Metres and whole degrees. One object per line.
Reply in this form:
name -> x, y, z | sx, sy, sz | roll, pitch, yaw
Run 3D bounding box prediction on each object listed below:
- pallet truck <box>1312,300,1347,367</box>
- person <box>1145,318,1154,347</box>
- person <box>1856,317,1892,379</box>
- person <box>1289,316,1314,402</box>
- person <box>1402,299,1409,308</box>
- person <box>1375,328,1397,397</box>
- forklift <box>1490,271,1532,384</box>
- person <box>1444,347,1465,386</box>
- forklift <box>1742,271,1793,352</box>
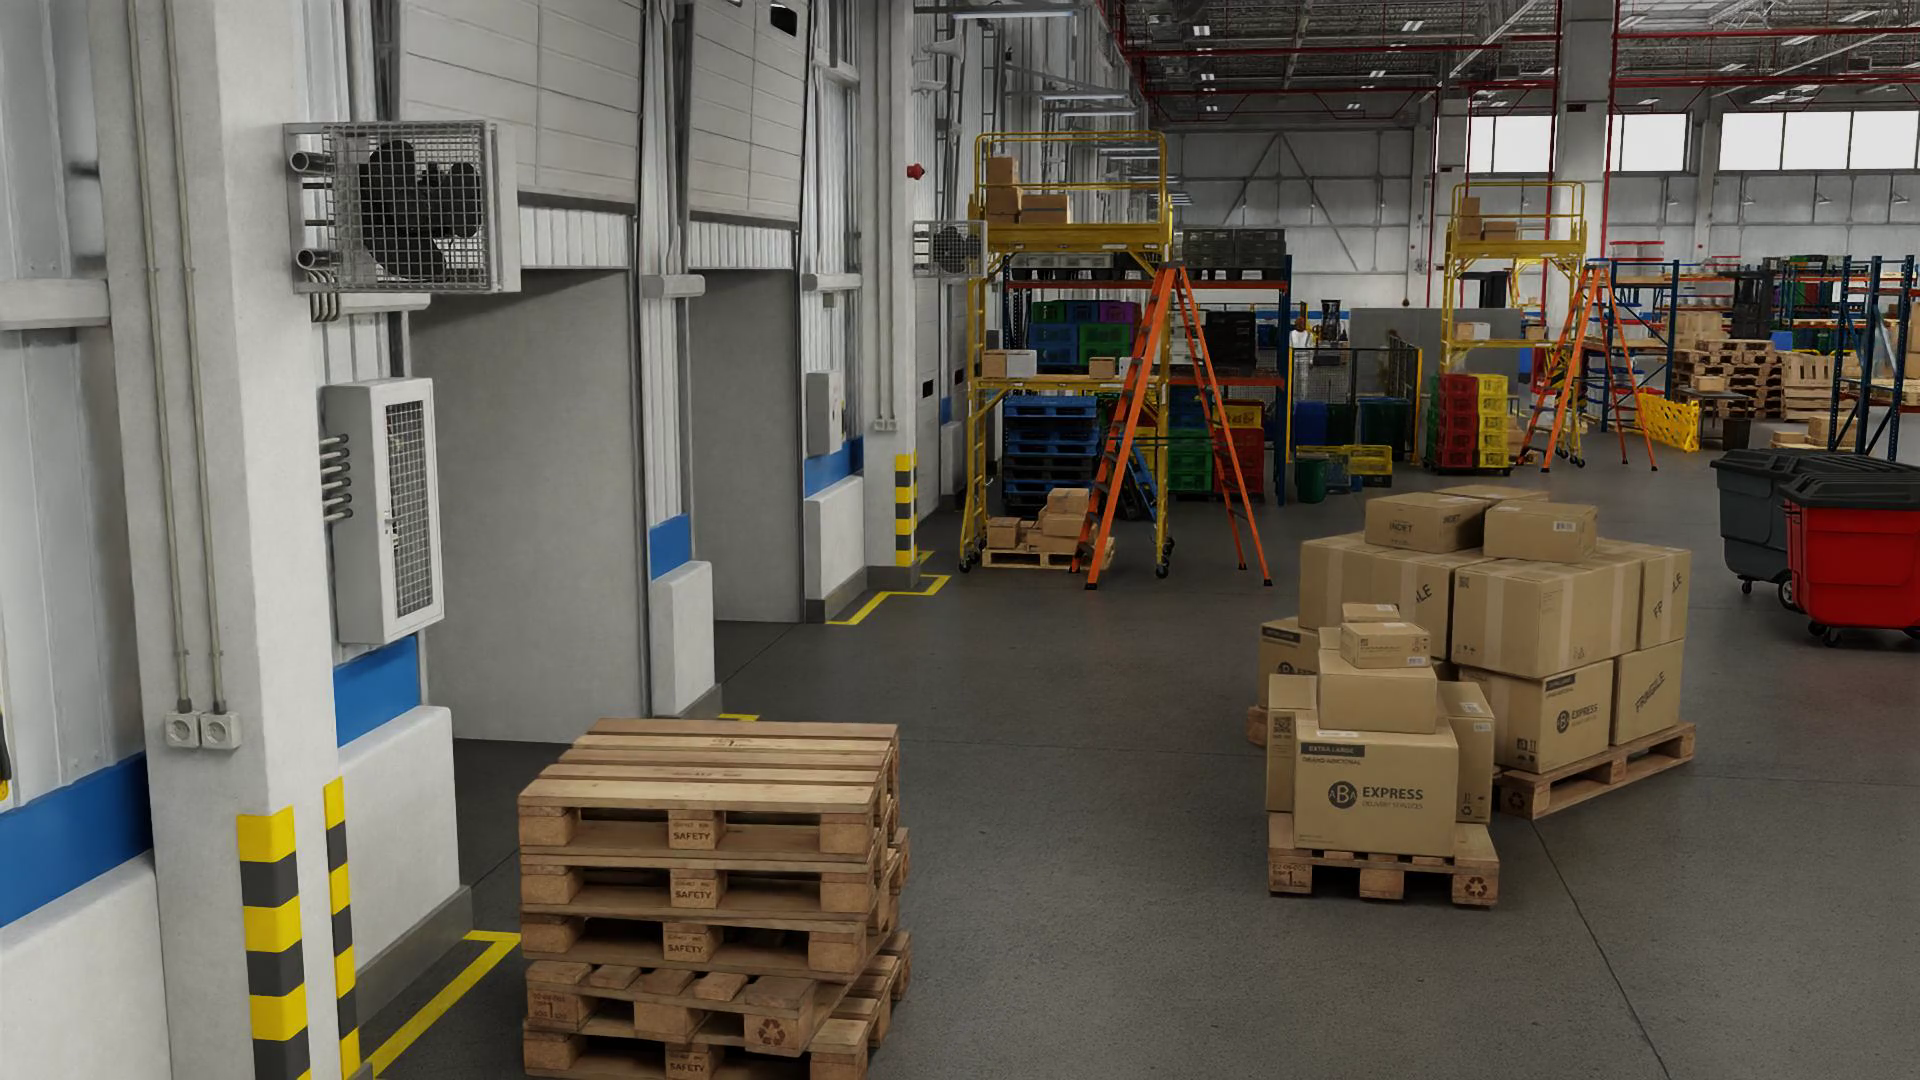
pallet truck -> 11.159, -6.200, 49.718 | 0.823, 1.965, 1.885 | 4, 10, 26
person -> 5.079, -5.034, 43.770 | 0.516, 1.595, 0.855 | 0, 9, 0
person -> 19.327, -3.806, 35.205 | 0.629, 1.924, 0.445 | -1, 9, -8
person -> 7.147, -3.768, 35.069 | 0.584, 1.882, 0.337 | 2, 10, 14
person -> 14.305, -6.778, 53.471 | 0.635, 1.935, 0.351 | 1, 9, 9
person -> 7.852, -2.942, 30.218 | 0.520, 1.812, 0.937 | -4, 10, -22
forklift -> 13.422, -5.322, 41.591 | 1.873, 2.768, 1.129 | 1, 9, 9
person -> 8.803, -2.797, 29.570 | 0.492, 1.718, 0.688 | -6, 11, -34
forklift -> 22.979, -6.355, 47.962 | 1.873, 2.768, 1.129 | -3, 10, -17
